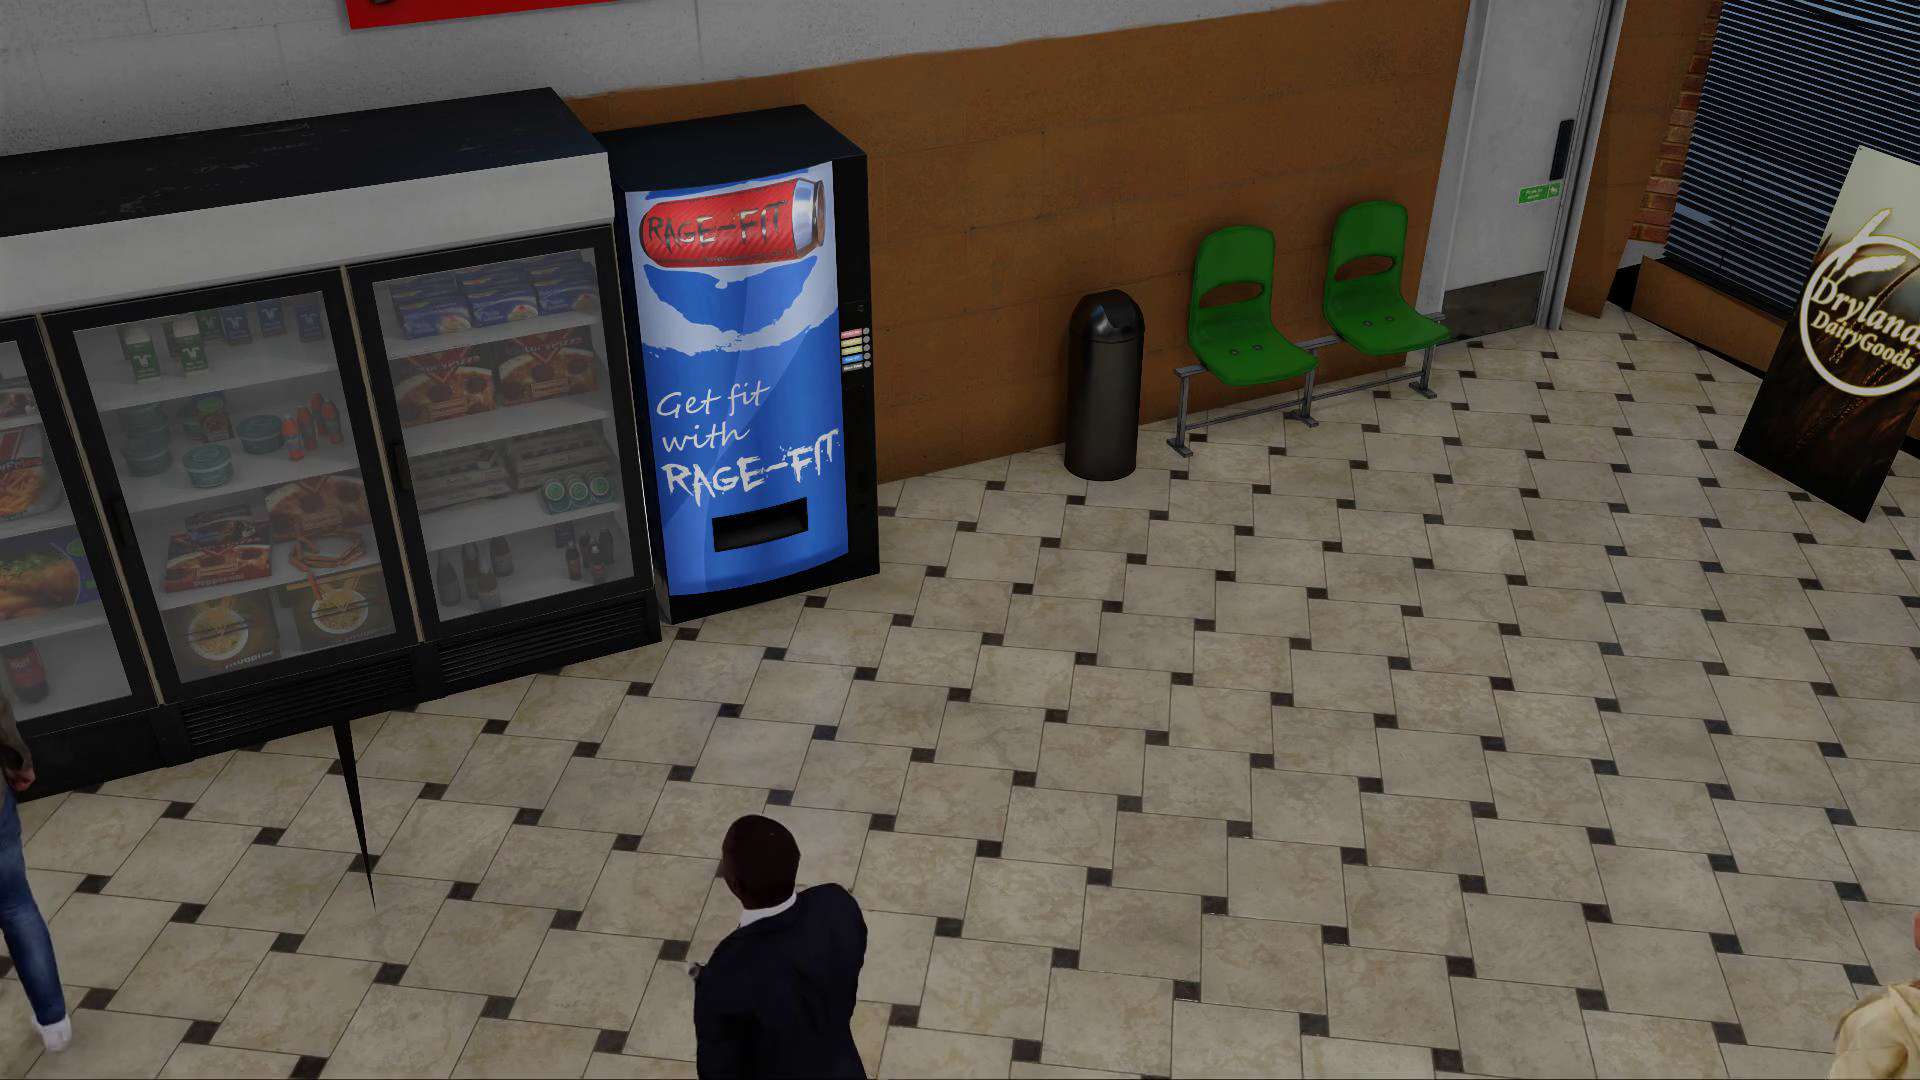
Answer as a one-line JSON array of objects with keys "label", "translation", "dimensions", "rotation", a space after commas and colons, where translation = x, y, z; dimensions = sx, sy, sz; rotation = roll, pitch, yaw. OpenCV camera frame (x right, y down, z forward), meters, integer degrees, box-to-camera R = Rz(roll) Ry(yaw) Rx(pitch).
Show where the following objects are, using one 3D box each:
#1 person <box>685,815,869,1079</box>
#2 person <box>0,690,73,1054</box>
[{"label": "person", "translation": [-0.384, 1.490, 4.231], "dimensions": [0.958, 1.777, 1.268], "rotation": [-25, 40, -35]}, {"label": "person", "translation": [-3.124, 0.872, 5.161], "dimensions": [0.900, 1.843, 1.097], "rotation": [-25, 40, -35]}]
